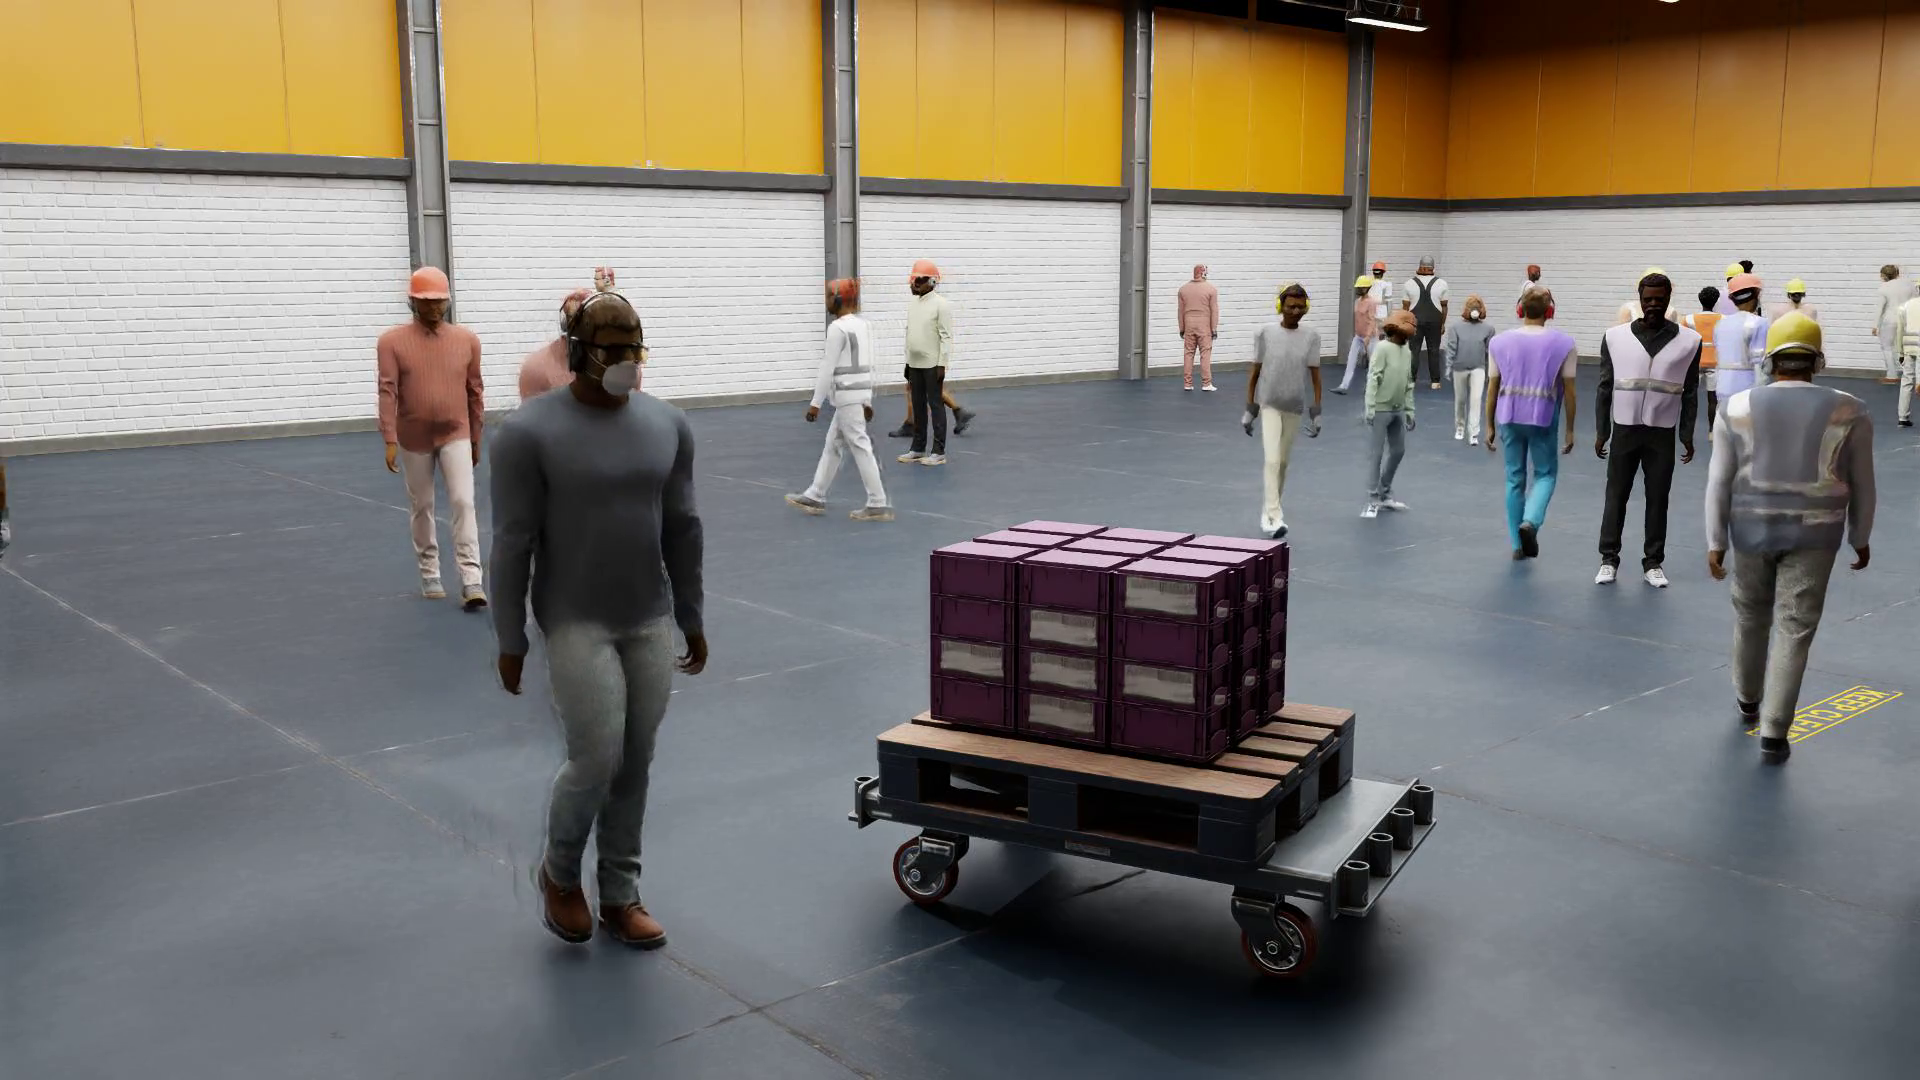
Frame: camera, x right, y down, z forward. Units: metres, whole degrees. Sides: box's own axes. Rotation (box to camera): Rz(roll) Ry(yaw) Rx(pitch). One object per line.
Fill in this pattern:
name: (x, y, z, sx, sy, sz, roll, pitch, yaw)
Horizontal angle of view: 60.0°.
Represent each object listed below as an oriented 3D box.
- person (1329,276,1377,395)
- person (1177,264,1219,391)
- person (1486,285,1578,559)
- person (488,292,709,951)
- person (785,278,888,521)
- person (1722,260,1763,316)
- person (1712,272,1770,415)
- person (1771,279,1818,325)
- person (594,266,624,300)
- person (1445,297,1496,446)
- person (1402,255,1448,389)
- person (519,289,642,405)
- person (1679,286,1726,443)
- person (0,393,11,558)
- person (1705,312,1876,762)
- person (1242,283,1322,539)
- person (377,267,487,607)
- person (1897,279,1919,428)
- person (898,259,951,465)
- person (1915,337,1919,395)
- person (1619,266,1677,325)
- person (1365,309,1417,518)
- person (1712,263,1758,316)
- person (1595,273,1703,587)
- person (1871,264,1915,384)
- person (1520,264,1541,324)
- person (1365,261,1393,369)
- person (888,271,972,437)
person: (5.775, -2.934, 24.028, 0.854, 1.725, 0.544, -4, 10, -21)
person: (3.593, -3.185, 25.000, 0.643, 1.902, 0.400, 6, 11, 32)
person: (3.748, -0.755, 10.966, 0.583, 1.830, 0.525, 5, 11, 27)
person: (-1.003, 0.255, 4.796, 0.644, 1.920, 0.437, -9, 13, -44)
person: (-0.970, -1.070, 12.760, 0.946, 1.837, 0.591, 3, 10, 14)
person: (11.882, -3.275, 25.330, 0.608, 1.966, 0.374, 8, 12, 39)
person: (6.041, -1.111, 12.874, 0.432, 1.900, 0.597, -3, 10, -18)
person: (10.177, -2.298, 20.290, 0.540, 1.731, 0.802, 3, 10, 15)
person: (-4.018, -2.163, 19.001, 0.402, 1.904, 0.652, -5, 11, -27)
person: (5.544, -1.853, 18.096, 0.501, 1.592, 0.854, 3, 10, 17)
person: (7.115, -3.340, 25.492, 0.675, 2.000, 0.537, 3, 10, 16)
person: (-1.948, -0.362, 8.593, 0.660, 1.867, 0.982, -4, 10, -21)
person: (8.071, -1.895, 18.042, 0.536, 1.696, 0.318, 3, 10, 18)
person: (-4.392, -0.111, 7.178, 0.526, 1.843, 0.826, -6, 11, -32)
person: (3.425, -0.037, 6.874, 0.610, 1.784, 0.903, 6, 11, 30)
person: (2.327, -0.908, 11.898, 0.531, 1.818, 0.960, -1, 10, -4)
person: (-3.007, -0.576, 9.551, 0.611, 1.947, 0.978, -4, 11, -24)
person: (11.271, -2.204, 19.457, 0.404, 1.830, 0.590, -6, 11, -31)
person: (-0.336, -1.728, 16.183, 0.375, 1.997, 0.608, -9, 13, -42)
person: (9.136, -1.452, 15.434, 0.491, 1.703, 0.887, 6, 11, 31)
person: (6.712, -1.698, 16.259, 0.595, 1.939, 0.379, -1, 10, -4)
person: (3.339, -0.981, 12.955, 0.597, 1.613, 0.313, -9, 13, -41)
person: (9.654, -2.490, 20.842, 0.588, 1.930, 0.364, 5, 11, 25)
person: (4.213, -0.672, 10.231, 0.589, 1.920, 0.392, 3, 10, 17)
person: (14.782, -3.403, 26.295, 0.710, 1.895, 0.479, -2, 10, -9)
person: (10.108, -3.933, 29.450, 0.542, 1.877, 0.600, 2, 10, 12)
person: (7.443, -3.997, 29.669, 0.542, 1.930, 0.366, 5, 11, 28)
person: (-0.332, -2.086, 18.541, 0.875, 1.914, 0.550, 0, 10, 1)
